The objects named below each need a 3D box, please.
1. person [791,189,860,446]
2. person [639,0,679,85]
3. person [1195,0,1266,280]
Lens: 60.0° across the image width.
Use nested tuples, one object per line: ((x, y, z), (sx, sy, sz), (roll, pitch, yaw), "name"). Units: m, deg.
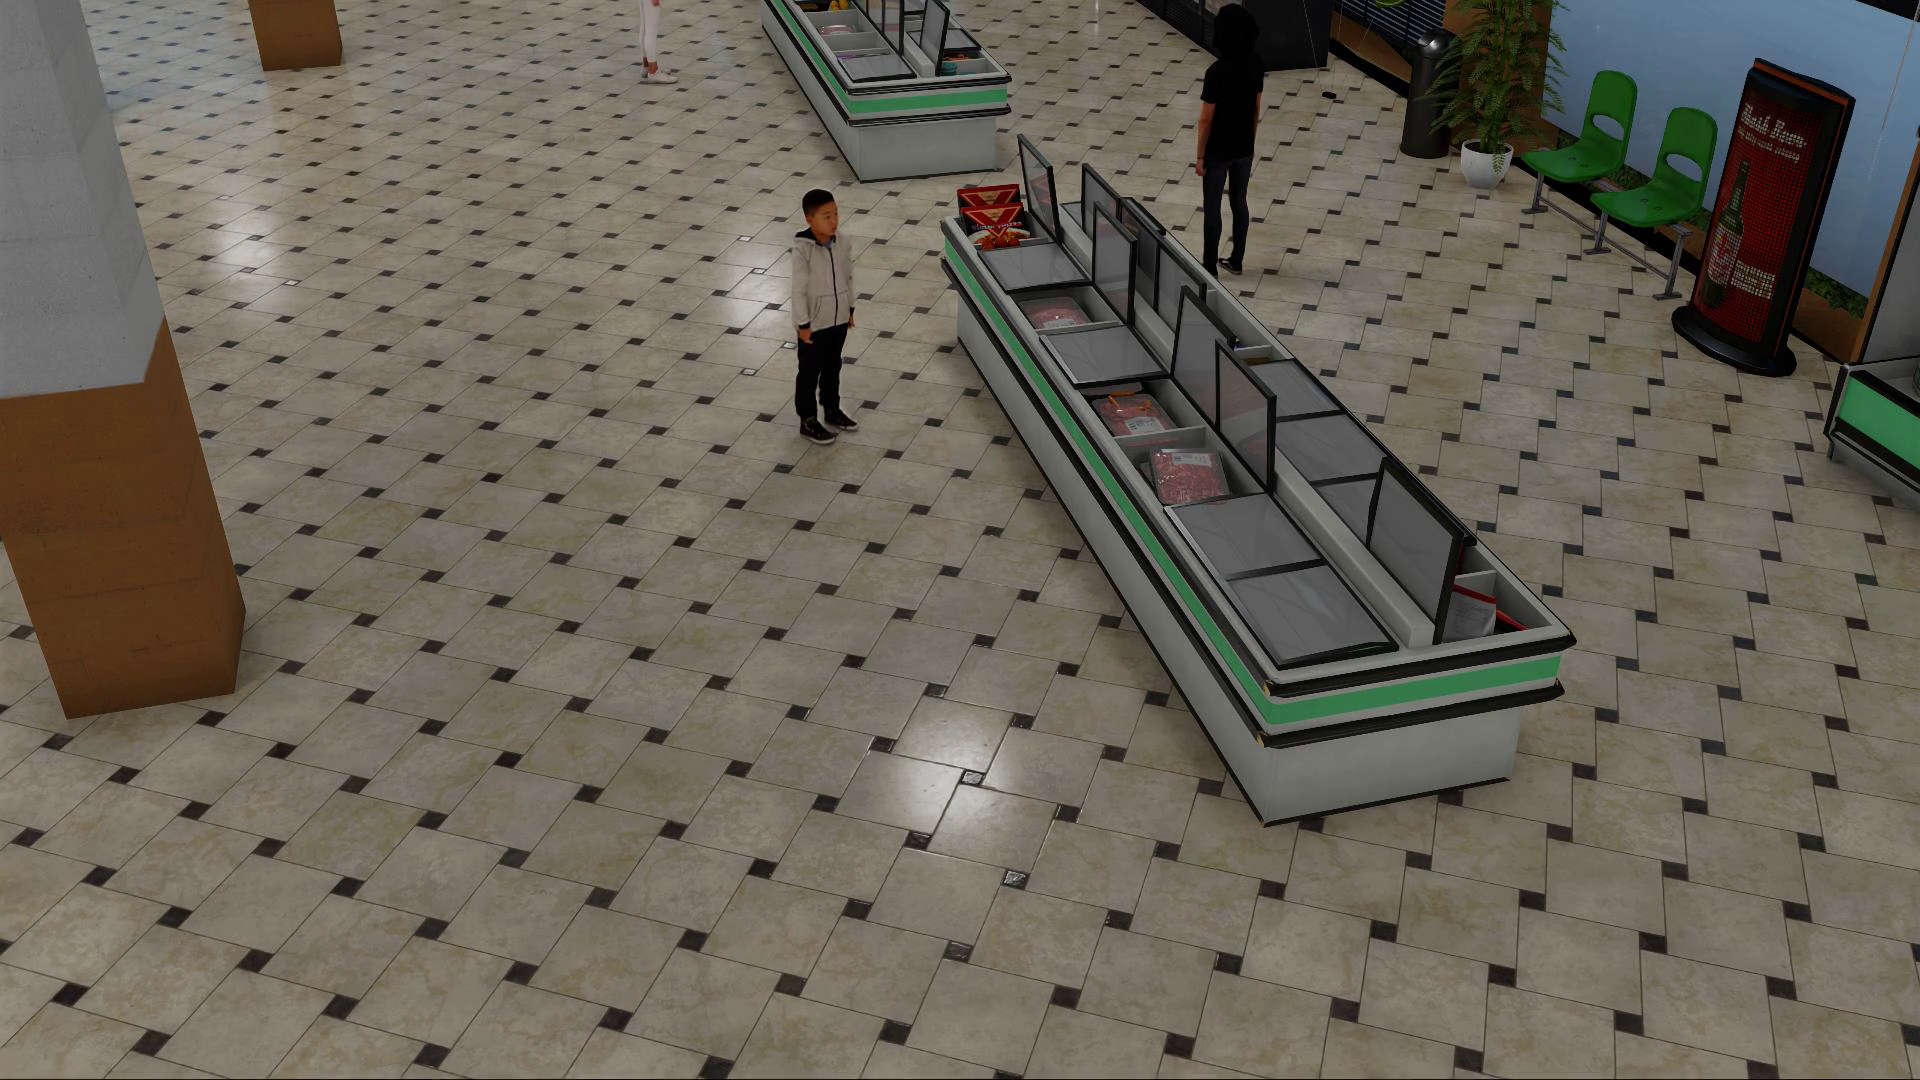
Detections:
((-0.779, -1.239, 9.185), (0.665, 1.453, 0.651), (27, 41, 36), "person")
((-2.825, -5.006, 15.003), (0.667, 1.704, 0.477), (-11, 34, -17), "person")
((1.795, -2.633, 11.071), (0.672, 1.829, 0.598), (-15, 35, -23), "person")
